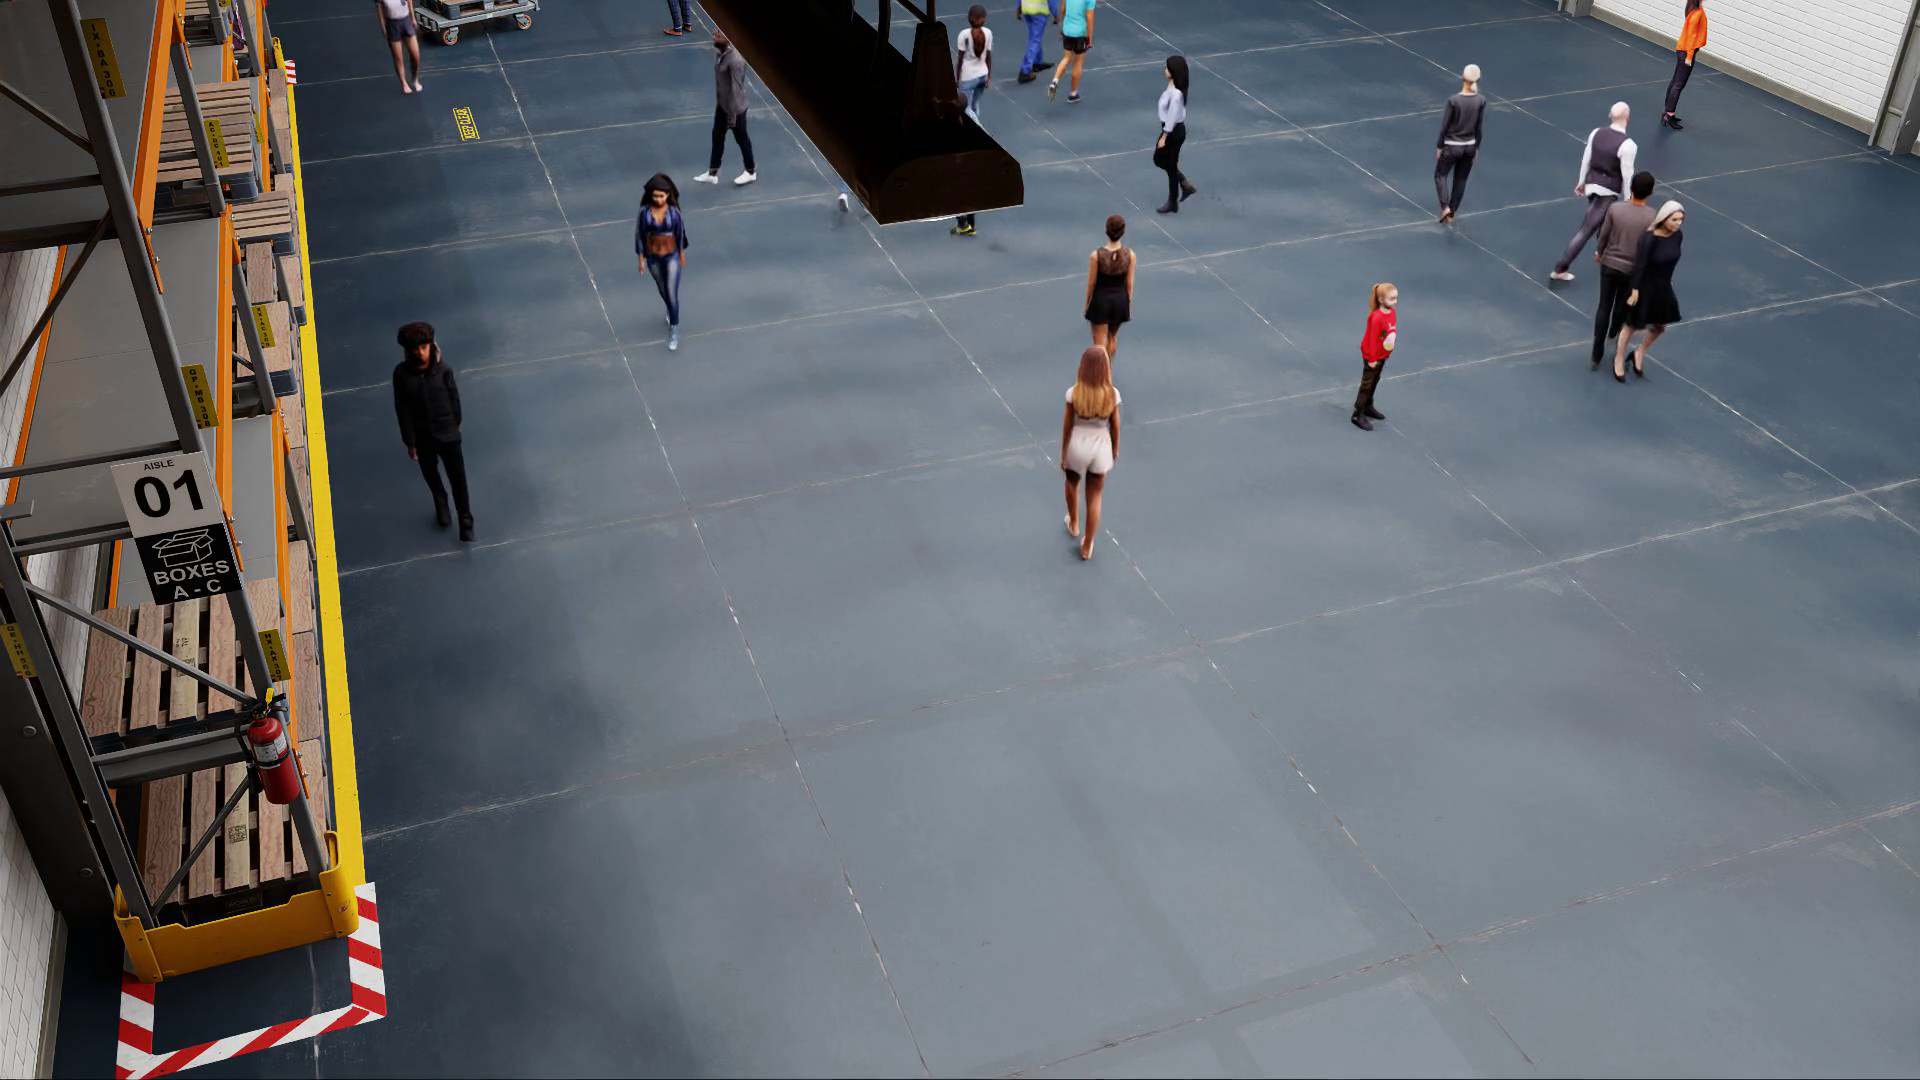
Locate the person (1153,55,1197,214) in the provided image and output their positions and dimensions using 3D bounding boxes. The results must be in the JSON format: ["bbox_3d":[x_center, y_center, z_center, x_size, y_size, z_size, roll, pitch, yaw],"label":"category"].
[{"bbox_3d":[2.368,-4.299,17.775,0.832,1.732,0.777,2,34,4],"label":"person"}]

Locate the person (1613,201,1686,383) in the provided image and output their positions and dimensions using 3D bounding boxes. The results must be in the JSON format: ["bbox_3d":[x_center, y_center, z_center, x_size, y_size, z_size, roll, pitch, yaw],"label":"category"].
[{"bbox_3d":[6.019,-2.169,14.575,0.618,1.726,0.645,-12,36,-18],"label":"person"}]

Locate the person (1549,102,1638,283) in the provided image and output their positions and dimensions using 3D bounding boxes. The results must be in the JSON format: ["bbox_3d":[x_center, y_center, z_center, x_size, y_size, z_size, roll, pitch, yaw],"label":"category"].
[{"bbox_3d":[6.214,-3.336,16.295,0.893,1.767,1.248,-15,37,-22],"label":"person"}]

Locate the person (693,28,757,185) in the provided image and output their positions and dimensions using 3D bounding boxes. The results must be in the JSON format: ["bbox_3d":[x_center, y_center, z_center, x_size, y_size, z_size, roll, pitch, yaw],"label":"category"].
[{"bbox_3d":[-2.459,-4.833,18.520,0.951,1.797,0.984,-21,39,-28],"label":"person"}]

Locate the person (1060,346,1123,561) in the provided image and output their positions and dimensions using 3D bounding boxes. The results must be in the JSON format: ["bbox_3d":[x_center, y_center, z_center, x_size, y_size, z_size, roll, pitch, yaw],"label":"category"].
[{"bbox_3d":[0.947,-0.595,12.255,0.749,1.673,0.882,0,34,0],"label":"person"}]

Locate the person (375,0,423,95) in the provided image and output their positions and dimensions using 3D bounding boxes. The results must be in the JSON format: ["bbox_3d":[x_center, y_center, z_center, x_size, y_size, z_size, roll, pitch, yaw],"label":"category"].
[{"bbox_3d":[-7.179,-6.541,21.230,0.671,1.641,0.632,-18,37,-24],"label":"person"}]

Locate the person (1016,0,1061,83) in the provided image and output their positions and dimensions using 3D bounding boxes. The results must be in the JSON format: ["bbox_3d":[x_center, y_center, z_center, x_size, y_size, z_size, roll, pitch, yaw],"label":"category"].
[{"bbox_3d":[0.927,-6.818,21.534,0.984,1.765,1.003,-28,43,-35],"label":"person"}]

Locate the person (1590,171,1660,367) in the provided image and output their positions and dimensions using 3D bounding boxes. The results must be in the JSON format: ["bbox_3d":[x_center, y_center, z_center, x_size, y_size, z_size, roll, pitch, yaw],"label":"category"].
[{"bbox_3d":[5.897,-2.394,14.916,1.091,1.724,1.175,5,34,8],"label":"person"}]

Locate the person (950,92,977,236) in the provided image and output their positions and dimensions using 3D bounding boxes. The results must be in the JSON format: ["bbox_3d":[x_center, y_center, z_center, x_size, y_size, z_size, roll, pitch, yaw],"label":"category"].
[{"bbox_3d":[0.065,-3.885,17.328,0.745,1.537,0.689,16,37,23],"label":"person"}]

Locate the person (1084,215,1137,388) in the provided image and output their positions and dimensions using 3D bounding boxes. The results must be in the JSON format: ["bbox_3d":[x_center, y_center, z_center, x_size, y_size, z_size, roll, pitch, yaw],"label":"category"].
[{"bbox_3d":[1.292,-1.985,14.367,0.715,1.650,1.065,-4,34,-7],"label":"person"}]

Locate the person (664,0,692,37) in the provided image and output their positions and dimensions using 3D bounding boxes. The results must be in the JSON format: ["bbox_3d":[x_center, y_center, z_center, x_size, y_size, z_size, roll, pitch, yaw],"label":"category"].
[{"bbox_3d":[-4.021,-8.030,23.310,0.794,1.818,0.758,19,38,26],"label":"person"}]

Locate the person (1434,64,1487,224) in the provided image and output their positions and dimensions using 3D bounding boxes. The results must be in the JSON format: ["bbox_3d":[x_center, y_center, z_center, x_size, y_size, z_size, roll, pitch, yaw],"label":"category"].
[{"bbox_3d":[5.286,-4.131,17.536,0.769,1.716,0.874,0,34,1],"label":"person"}]

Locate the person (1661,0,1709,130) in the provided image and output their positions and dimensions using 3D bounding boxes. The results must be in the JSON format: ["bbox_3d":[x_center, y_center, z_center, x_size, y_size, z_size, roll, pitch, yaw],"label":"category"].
[{"bbox_3d":[8.813,-5.905,20.175,0.771,1.748,0.685,10,35,14],"label":"person"}]

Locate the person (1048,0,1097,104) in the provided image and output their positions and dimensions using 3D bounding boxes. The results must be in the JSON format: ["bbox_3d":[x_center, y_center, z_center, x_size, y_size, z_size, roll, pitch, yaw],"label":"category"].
[{"bbox_3d":[1.399,-6.288,20.743,0.940,1.759,0.968,19,38,27],"label":"person"}]

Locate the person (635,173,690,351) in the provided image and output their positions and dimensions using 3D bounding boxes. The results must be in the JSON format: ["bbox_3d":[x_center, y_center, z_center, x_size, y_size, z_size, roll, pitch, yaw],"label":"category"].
[{"bbox_3d":[-2.743,-2.618,15.384,0.873,1.579,1.135,1,34,1],"label":"person"}]

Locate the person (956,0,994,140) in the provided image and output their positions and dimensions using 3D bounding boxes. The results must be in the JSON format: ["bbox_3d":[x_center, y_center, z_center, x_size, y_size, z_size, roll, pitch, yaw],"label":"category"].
[{"bbox_3d":[0.197,-5.337,19.361,0.701,1.704,1.009,-18,37,-24],"label":"person"}]

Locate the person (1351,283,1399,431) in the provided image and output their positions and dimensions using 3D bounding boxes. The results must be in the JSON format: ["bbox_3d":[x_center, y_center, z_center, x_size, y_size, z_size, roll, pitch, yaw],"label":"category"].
[{"bbox_3d":[3.530,-1.579,14.091,0.609,1.281,0.575,23,40,31],"label":"person"}]

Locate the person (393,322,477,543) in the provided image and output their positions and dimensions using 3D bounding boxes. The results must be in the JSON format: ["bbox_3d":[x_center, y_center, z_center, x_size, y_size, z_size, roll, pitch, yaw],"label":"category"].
[{"bbox_3d":[-4.019,-0.864,12.598,0.620,1.742,1.002,-12,35,-17],"label":"person"}]
